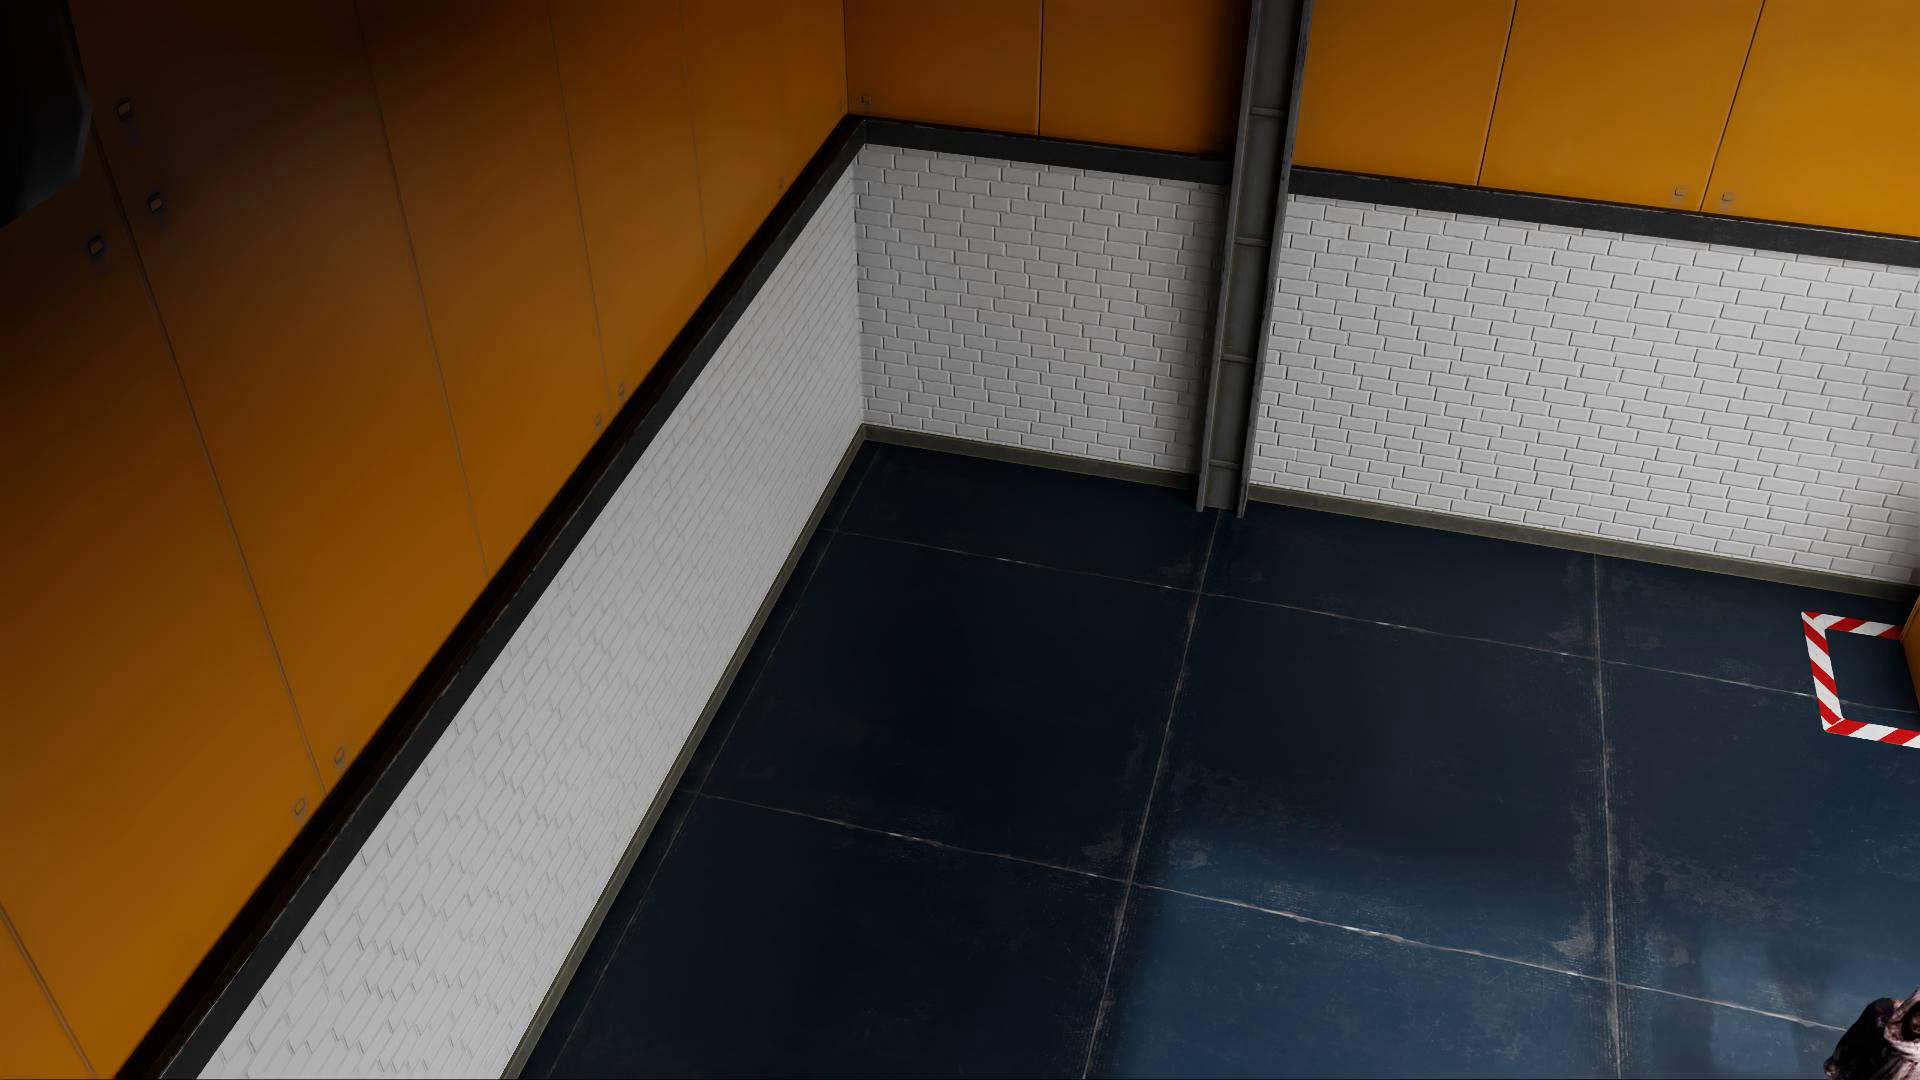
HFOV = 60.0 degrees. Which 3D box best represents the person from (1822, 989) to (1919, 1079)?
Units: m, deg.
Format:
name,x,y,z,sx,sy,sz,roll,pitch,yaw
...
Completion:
name,x,y,z,sx,sy,sz,roll,pitch,yaw
person,4.880,2.809,8.722,0.895,1.618,0.834,-19,42,-22
